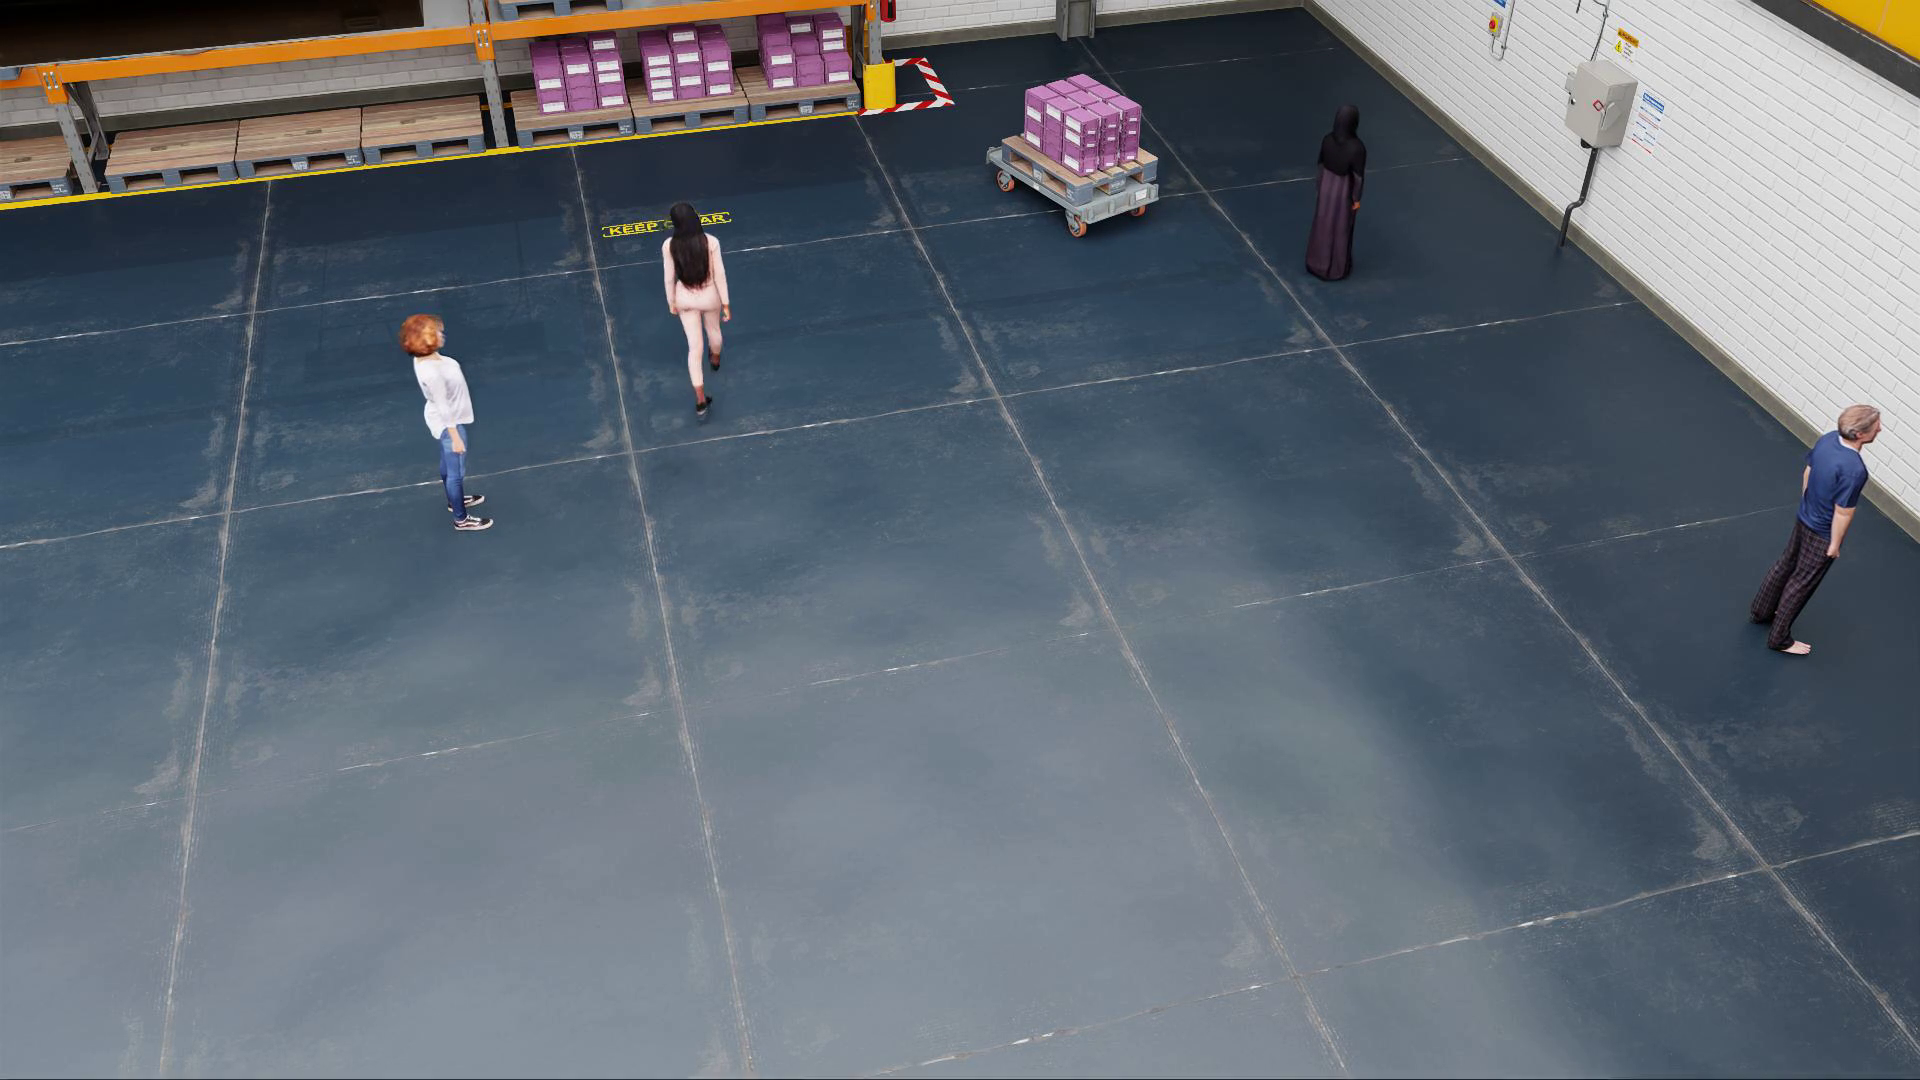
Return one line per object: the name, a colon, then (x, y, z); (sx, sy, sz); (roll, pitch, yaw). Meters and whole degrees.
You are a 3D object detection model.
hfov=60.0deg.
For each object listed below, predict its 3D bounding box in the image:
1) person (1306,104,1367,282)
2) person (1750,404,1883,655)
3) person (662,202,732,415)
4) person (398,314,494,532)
person: (3.354, -3.101, 14.782); (0.711, 1.615, 0.744); (30, 48, 32)
person: (5.586, -0.096, 10.815); (0.624, 1.871, 0.712); (0, 39, 0)
person: (-2.080, -1.795, 13.106); (1.171, 1.667, 0.876); (-1, 39, -1)
person: (-3.694, -0.855, 11.890); (0.652, 1.715, 0.667); (-15, 41, -18)
